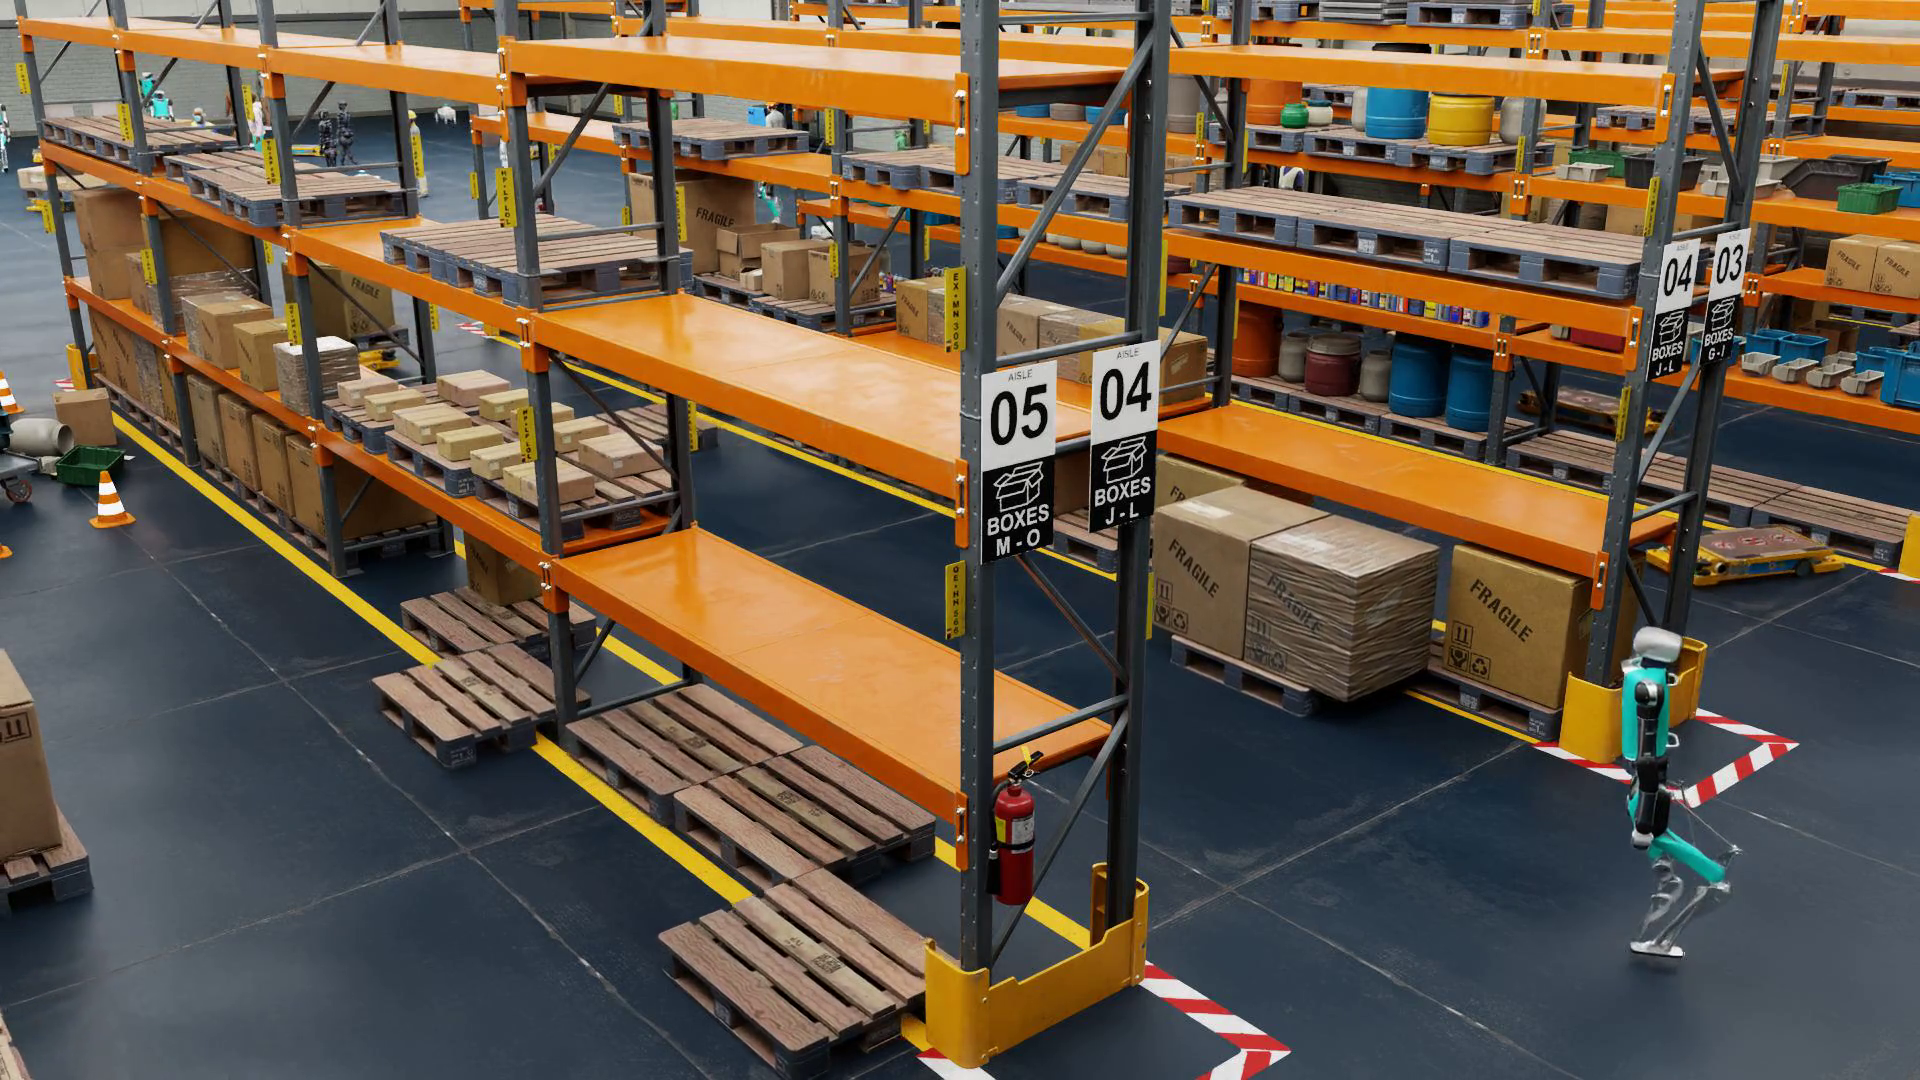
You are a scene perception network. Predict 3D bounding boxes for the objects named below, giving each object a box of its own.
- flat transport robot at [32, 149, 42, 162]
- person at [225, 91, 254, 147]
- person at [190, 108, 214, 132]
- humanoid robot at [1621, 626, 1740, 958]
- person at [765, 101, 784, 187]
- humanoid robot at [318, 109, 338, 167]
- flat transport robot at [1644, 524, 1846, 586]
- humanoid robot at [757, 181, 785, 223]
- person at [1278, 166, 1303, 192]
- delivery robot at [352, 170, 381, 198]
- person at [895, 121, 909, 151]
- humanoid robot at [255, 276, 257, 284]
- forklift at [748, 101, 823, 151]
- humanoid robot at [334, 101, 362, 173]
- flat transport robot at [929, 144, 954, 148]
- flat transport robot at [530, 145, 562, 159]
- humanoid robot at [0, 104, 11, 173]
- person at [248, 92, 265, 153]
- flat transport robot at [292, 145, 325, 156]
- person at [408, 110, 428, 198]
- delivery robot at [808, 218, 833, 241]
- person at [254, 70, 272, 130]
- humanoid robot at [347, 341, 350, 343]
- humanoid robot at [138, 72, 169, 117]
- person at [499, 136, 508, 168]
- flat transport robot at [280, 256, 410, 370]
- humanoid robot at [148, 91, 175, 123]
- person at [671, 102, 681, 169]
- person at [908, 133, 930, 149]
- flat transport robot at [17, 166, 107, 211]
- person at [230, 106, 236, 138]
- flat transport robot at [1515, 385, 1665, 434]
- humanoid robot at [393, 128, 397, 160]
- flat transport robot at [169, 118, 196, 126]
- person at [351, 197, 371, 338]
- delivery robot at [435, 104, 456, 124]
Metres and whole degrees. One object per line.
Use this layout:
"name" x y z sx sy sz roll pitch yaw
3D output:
"flat transport robot" -22.373 -9.440 40.803 0.659 0.231 1.431 -10 22 -26
"person" -18.694 -11.098 43.222 0.853 1.824 0.820 -2 19 -6
"person" -15.244 -7.737 33.532 0.554 1.872 0.661 0 19 1
"humanoid robot" 3.498 1.339 8.043 0.746 1.871 0.544 6 20 16
"person" -4.018 -8.624 36.047 0.386 1.889 0.574 15 24 36
"humanoid robot" -13.587 -8.429 35.779 0.599 1.657 0.315 18 26 42
"flat transport robot" 6.405 0.123 13.585 1.431 0.231 0.659 -5 20 -14
"humanoid robot" -3.303 -6.128 29.176 0.856 1.777 0.596 -9 21 -25
"person" 5.374 -5.482 27.163 0.372 1.840 0.568 -8 21 -21
"delivery robot" -12.291 -7.332 34.399 0.499 0.614 0.815 7 21 19
"person" -1.102 -7.337 32.624 0.373 1.732 0.522 2 19 5
"humanoid robot" -10.730 -4.572 24.810 0.601 1.650 0.321 6 20 16
"forklift" -4.526 -11.368 42.374 1.129 2.768 1.873 -15 24 -37
"humanoid robot" -14.162 -9.277 38.325 0.793 1.644 0.589 2 19 7
"flat transport robot" -0.588 -7.580 35.508 0.659 0.231 1.431 -8 21 -22
"flat transport robot" -10.523 -9.682 41.492 0.659 0.231 1.431 11 22 28
"humanoid robot" -22.057 -9.242 38.105 0.530 1.779 1.018 -9 21 -25
"person" -15.776 -9.085 37.309 0.371 1.917 0.488 -12 22 -30
"flat transport robot" -16.492 -9.780 41.768 1.431 0.231 0.659 2 19 7
"person" -11.259 -7.972 34.367 0.324 1.766 0.532 -10 22 -25
"delivery robot" -2.184 -5.162 28.224 0.816 0.613 0.499 -16 25 -38
"person" -20.009 -12.726 47.729 0.401 1.879 0.497 -10 22 -26
"humanoid robot" -7.616 -2.950 20.120 0.556 1.770 0.719 -11 22 -28
"humanoid robot" -22.224 -12.073 46.121 0.548 1.787 0.938 4 20 11
"person" -8.765 -7.250 32.149 0.450 1.871 0.601 -9 21 -23
"flat transport robot" -7.538 -2.286 20.442 0.659 0.231 1.431 -18 26 -41
"humanoid robot" -18.857 -9.749 39.457 0.547 1.733 1.019 -12 23 -31
"person" -6.780 -9.626 38.827 0.497 1.930 0.985 -6 20 -15
"person" -0.819 -7.649 33.483 0.417 1.743 0.634 14 24 35
"flat transport robot" -17.696 -6.699 33.001 0.659 0.231 1.431 7 20 18
"person" -19.718 -11.858 45.568 0.778 1.663 0.514 12 22 30
"flat transport robot" 6.790 -1.399 17.918 0.659 0.231 1.431 -13 23 -33
"humanoid robot" -11.928 -8.378 35.678 0.353 1.659 0.609 2 19 7
"flat transport robot" -19.347 -9.553 41.125 0.659 0.231 1.431 6 20 15
"person" -7.824 -3.523 21.413 0.364 1.963 0.609 -10 22 -25
"delivery robot" -15.361 -12.731 49.743 0.499 0.598 0.802 -12 23 -31
